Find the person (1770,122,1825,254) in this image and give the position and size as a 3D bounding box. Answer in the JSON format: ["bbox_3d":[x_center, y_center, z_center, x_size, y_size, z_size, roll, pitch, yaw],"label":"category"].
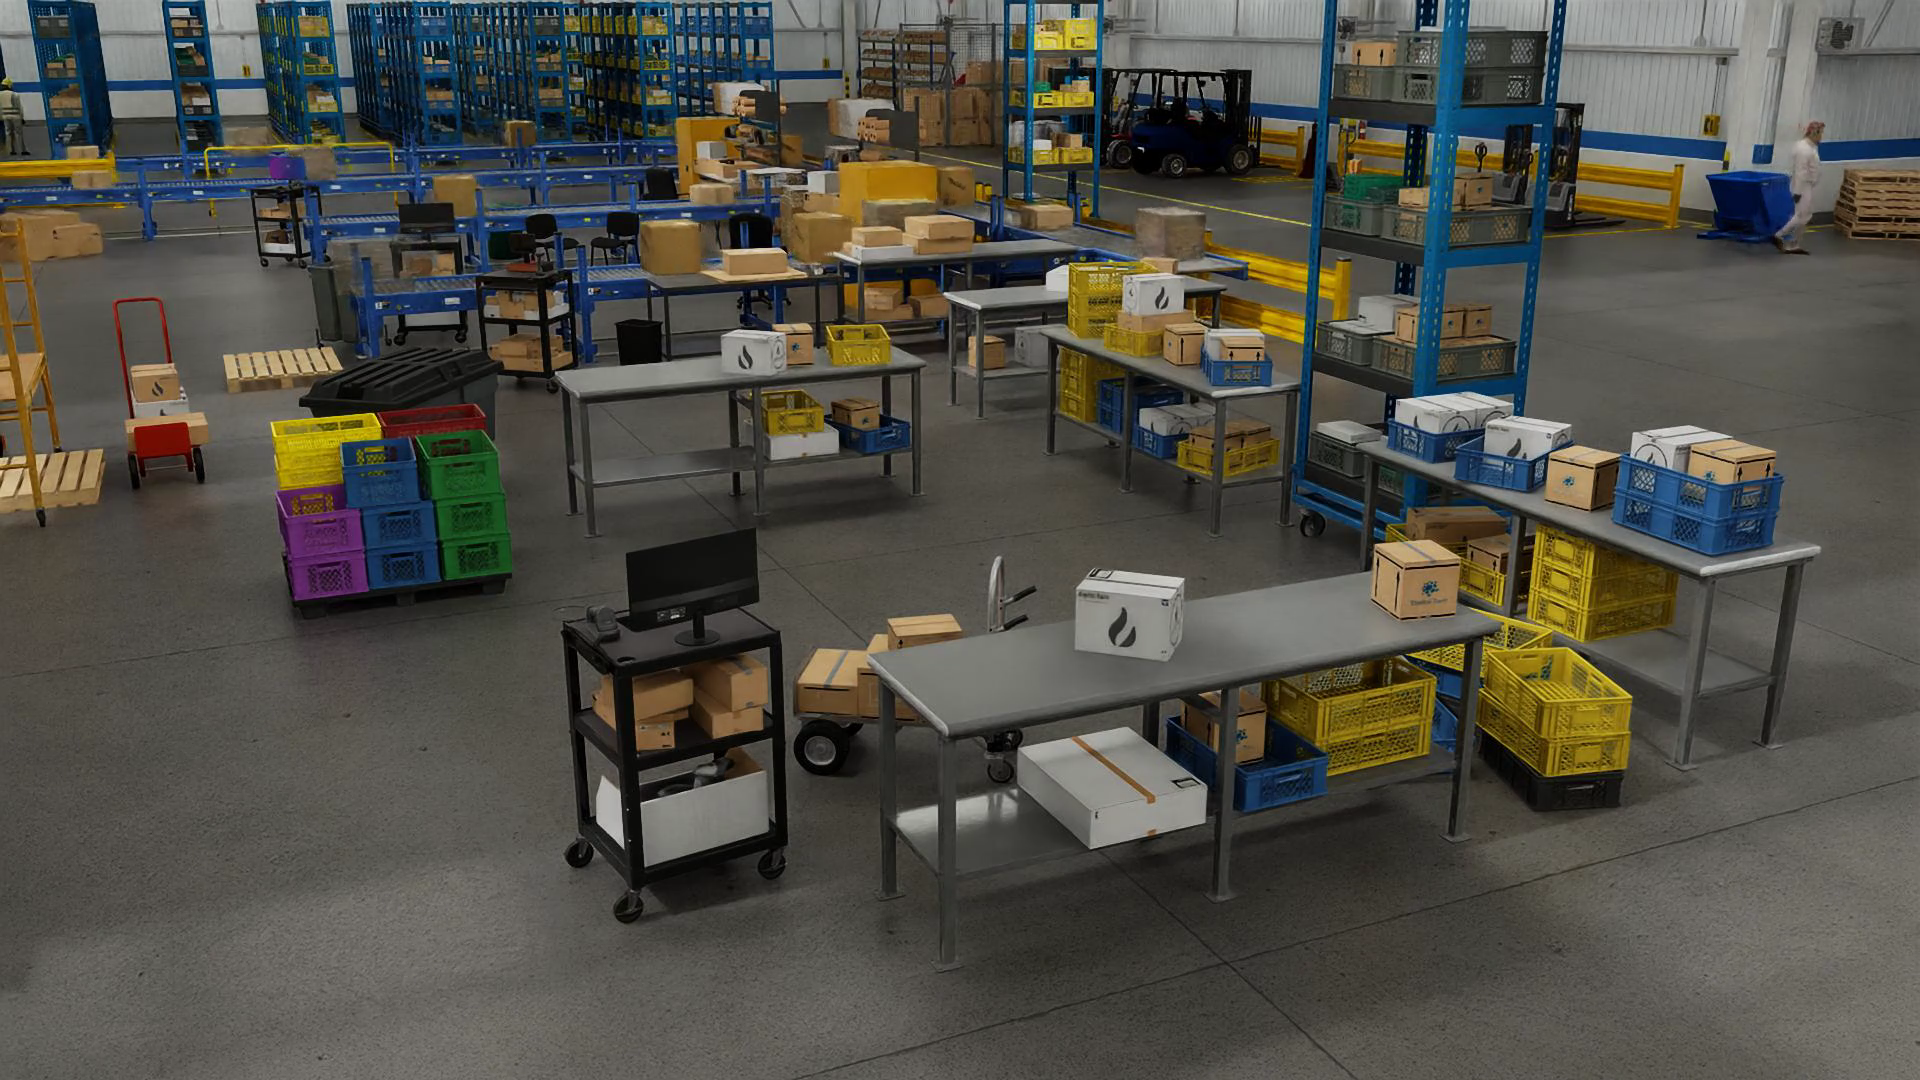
[{"bbox_3d":[12.041,-5.016,23.767,0.462,1.880,0.645,10,20,29],"label":"person"}]

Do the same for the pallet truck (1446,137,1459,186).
[{"bbox_3d":[9.184,-6.485,29.328,1.630,1.274,0.653,-8,19,-23],"label":"pallet truck"}]

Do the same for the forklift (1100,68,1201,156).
[{"bbox_3d":[4.082,-9.564,37.410,2.680,1.987,1.157,-8,19,-23],"label":"forklift"}]

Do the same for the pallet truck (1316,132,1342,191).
[{"bbox_3d":[7.723,-7.504,32.656,1.601,1.201,0.680,-8,19,-23],"label":"pallet truck"}]

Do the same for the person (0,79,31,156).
[{"bbox_3d":[-22.993,-10.249,40.340,0.587,1.821,0.404,-1,18,-3],"label":"person"}]

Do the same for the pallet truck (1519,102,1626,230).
[{"bbox_3d":[9.972,-6.037,26.785,1.885,1.965,0.823,-9,20,-25],"label":"pallet truck"}]

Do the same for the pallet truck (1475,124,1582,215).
[{"bbox_3d":[9.707,-6.455,28.103,1.885,1.965,0.823,-7,19,-20],"label":"pallet truck"}]

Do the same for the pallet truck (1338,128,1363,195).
[{"bbox_3d":[7.845,-7.140,31.411,1.522,1.261,0.704,-9,20,-25],"label":"pallet truck"}]

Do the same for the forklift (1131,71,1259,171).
[{"bbox_3d":[4.998,-8.936,35.413,2.680,1.987,1.157,-9,20,-25],"label":"forklift"}]
